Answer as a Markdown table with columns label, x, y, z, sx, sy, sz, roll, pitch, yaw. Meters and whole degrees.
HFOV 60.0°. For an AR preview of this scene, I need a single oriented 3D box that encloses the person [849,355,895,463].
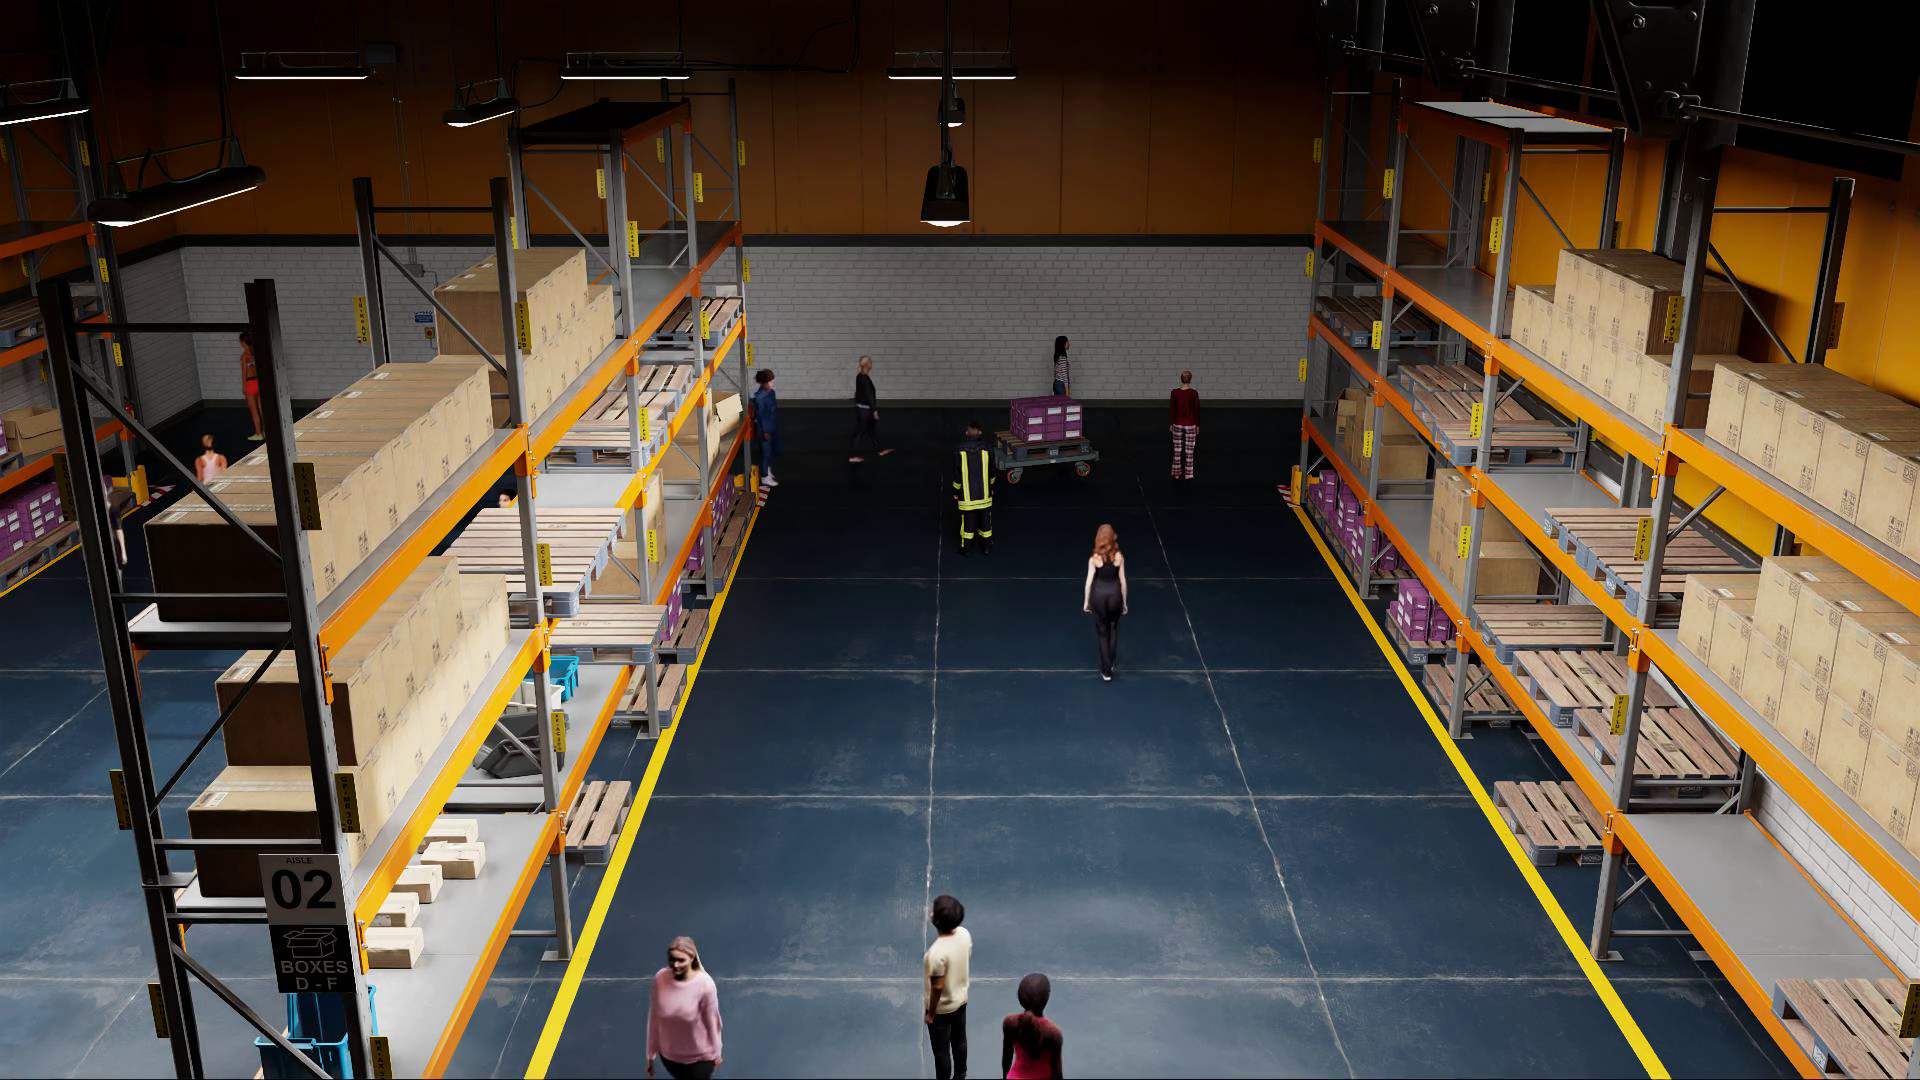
| label | x | y | z | sx | sy | sz | roll | pitch | yaw |
| --- | --- | --- | --- | --- | --- | --- | --- | --- | --- |
| person | -1.582 | -2.038 | 26.121 | 0.915 | 1.689 | 1.040 | -6 | 20 | -19 |

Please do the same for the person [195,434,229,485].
| label | x | y | z | sx | sy | sz | roll | pitch | yaw |
| --- | --- | --- | --- | --- | --- | --- | --- | --- | --- |
| person | -9.800 | -0.580 | 21.891 | 0.719 | 1.626 | 0.881 | -5 | 19 | -15 |

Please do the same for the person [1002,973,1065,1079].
| label | x | y | z | sx | sy | sz | roll | pitch | yaw |
| --- | --- | --- | --- | --- | --- | --- | --- | --- | --- |
| person | 0.398 | 3.410 | 9.918 | 0.660 | 1.705 | 0.723 | 5 | 19 | 15 |

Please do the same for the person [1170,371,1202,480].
| label | x | y | z | sx | sy | sz | roll | pitch | yaw |
| --- | --- | --- | --- | --- | --- | --- | --- | --- | --- |
| person | 3.417 | -1.760 | 25.283 | 0.665 | 1.697 | 0.604 | 6 | 19 | 16 |

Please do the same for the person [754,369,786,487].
| label | x | y | z | sx | sy | sz | roll | pitch | yaw |
| --- | --- | --- | --- | --- | --- | --- | --- | --- | --- |
| person | -2.964 | -1.684 | 24.907 | 0.862 | 1.793 | 0.760 | 7 | 20 | 21 |

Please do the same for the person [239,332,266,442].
| label | x | y | z | sx | sy | sz | roll | pitch | yaw |
| --- | --- | --- | --- | --- | --- | --- | --- | --- | --- |
| person | -11.670 | -2.543 | 27.466 | 0.655 | 1.787 | 0.525 | 3 | 19 | 9 |

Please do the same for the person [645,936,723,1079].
| label | x | y | z | sx | sy | sz | roll | pitch | yaw |
| --- | --- | --- | --- | --- | --- | --- | --- | --- | --- |
| person | -1.696 | 3.219 | 10.581 | 0.855 | 1.644 | 1.154 | 7 | 20 | 20 |

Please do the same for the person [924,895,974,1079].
| label | x | y | z | sx | sy | sz | roll | pitch | yaw |
| --- | --- | --- | --- | --- | --- | --- | --- | --- | --- |
| person | -0.087 | 3.078 | 11.086 | 0.717 | 1.588 | 0.603 | 12 | 22 | 32 |

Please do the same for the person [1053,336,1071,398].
| label | x | y | z | sx | sy | sz | roll | pitch | yaw |
| --- | --- | --- | --- | --- | --- | --- | --- | --- | --- |
| person | 1.649 | -2.453 | 27.184 | 0.690 | 1.797 | 0.517 | -6 | 19 | -17 |

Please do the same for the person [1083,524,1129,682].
| label | x | y | z | sx | sy | sz | roll | pitch | yaw |
| --- | --- | --- | --- | --- | --- | --- | --- | --- | --- |
| person | 1.601 | 0.694 | 17.938 | 0.665 | 1.734 | 0.701 | -3 | 19 | -8 |

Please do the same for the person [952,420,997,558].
| label | x | y | z | sx | sy | sz | roll | pitch | yaw |
| --- | --- | --- | --- | --- | --- | --- | --- | --- | --- |
| person | 0.185 | -0.693 | 21.860 | 0.806 | 1.860 | 0.765 | -4 | 19 | -12 |
